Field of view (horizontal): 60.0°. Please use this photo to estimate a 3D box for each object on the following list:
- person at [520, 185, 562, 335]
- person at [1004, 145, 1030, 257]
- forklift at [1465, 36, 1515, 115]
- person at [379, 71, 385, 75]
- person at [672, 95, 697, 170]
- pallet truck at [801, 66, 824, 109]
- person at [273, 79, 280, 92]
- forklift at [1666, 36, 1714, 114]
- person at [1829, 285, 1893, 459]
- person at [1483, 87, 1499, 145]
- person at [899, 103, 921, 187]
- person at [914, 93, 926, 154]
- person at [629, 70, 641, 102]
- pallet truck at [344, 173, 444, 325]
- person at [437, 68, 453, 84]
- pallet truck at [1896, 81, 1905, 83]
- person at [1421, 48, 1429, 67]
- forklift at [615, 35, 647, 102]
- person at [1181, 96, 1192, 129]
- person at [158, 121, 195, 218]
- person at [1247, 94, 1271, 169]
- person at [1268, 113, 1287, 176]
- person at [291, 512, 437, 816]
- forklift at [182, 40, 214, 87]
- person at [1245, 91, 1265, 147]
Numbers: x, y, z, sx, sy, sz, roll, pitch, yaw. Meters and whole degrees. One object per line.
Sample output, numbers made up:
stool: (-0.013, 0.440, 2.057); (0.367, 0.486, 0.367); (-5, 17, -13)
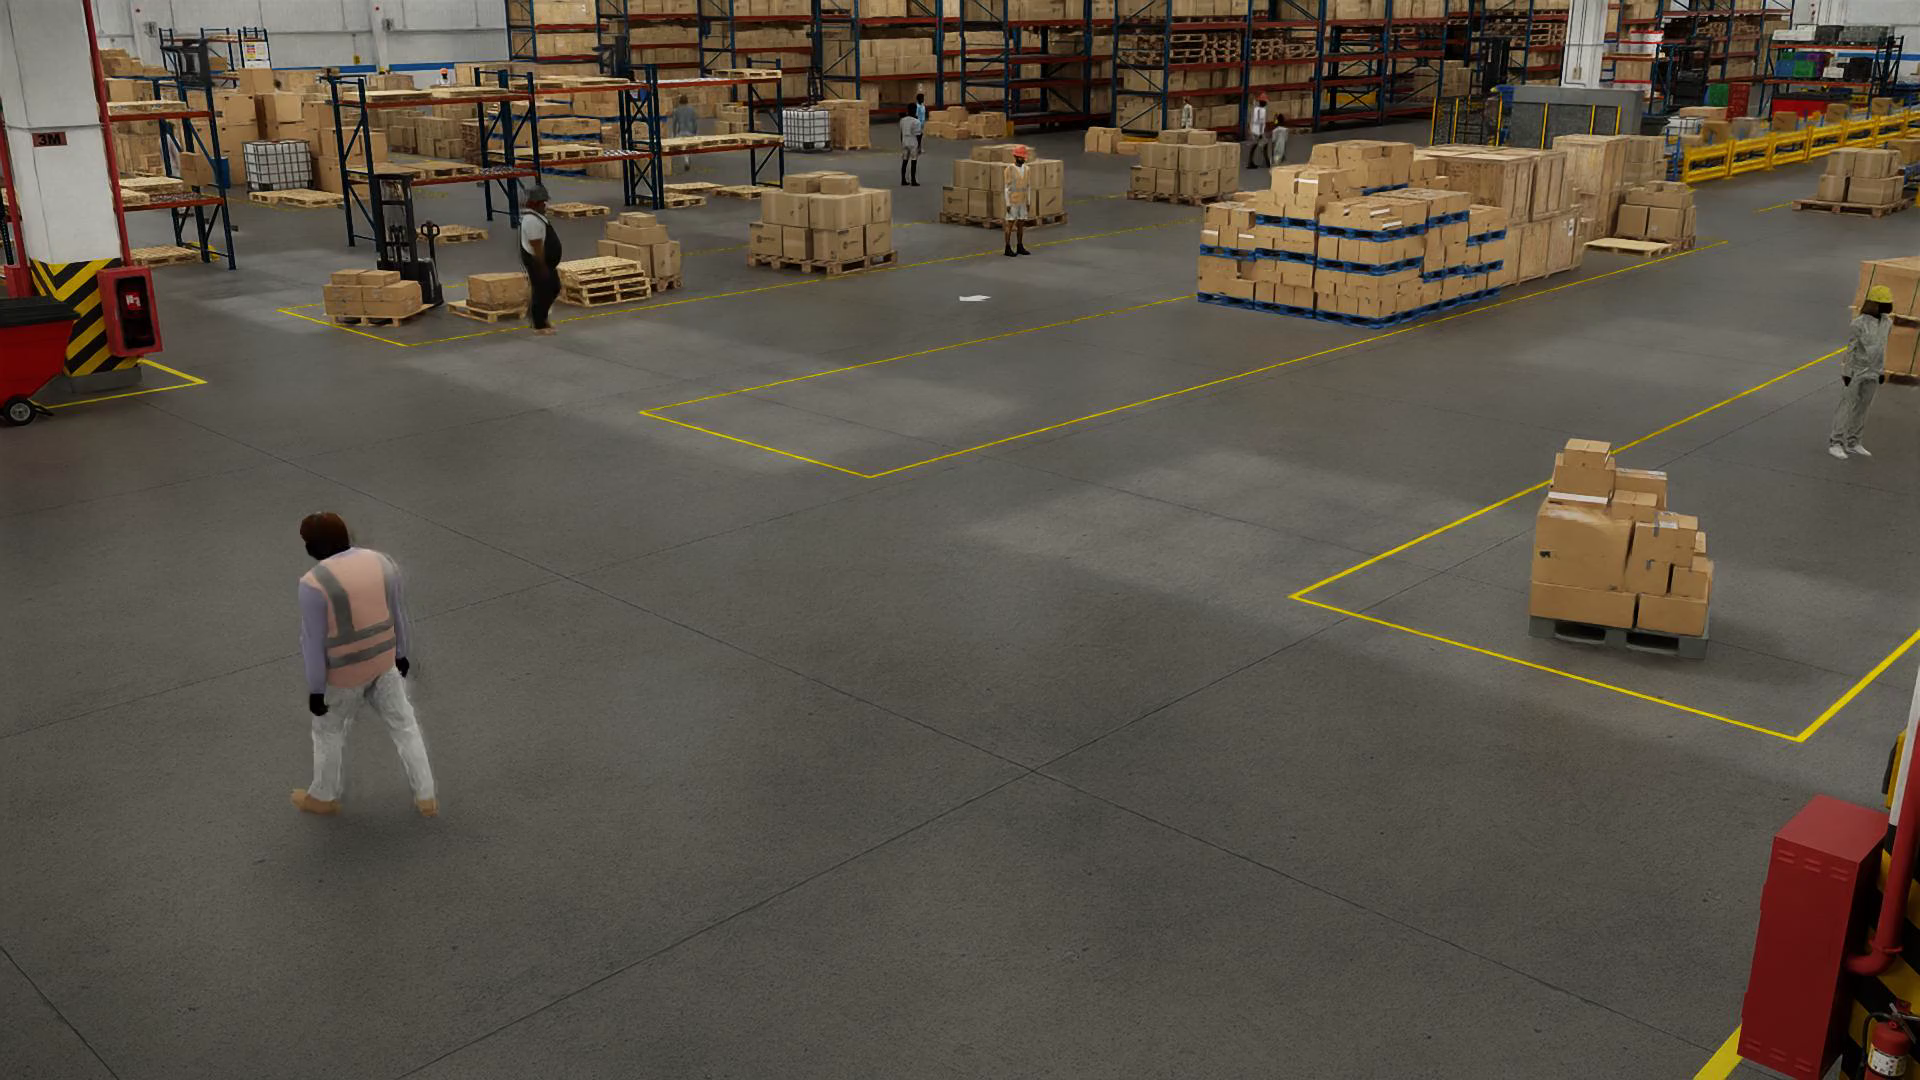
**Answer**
person: (-5.649, -3.783, 22.490); (0.535, 2.000, 0.693); (-2, 18, -6)
person: (1.031, -5.948, 29.198); (0.542, 1.928, 0.400); (-14, 23, -36)
forklift: (19.973, -17.201, 61.605); (1.873, 2.768, 1.129); (16, 24, 40)
person: (-19.616, -15.035, 56.704); (0.429, 1.843, 0.628); (7, 20, 20)
person: (-7.124, -10.575, 43.180); (0.634, 1.909, 0.970); (-6, 19, -16)
pallet truck: (-4.812, -15.182, 56.903); (0.823, 1.965, 1.885); (-9, 21, -26)
person: (-20.949, -13.159, 50.992); (0.673, 1.927, 0.706); (17, 25, 41)
forklift: (27.341, -17.291, 61.877); (1.129, 2.768, 1.873); (17, 25, 41)
person: (9.051, -1.679, 16.616); (0.488, 1.743, 0.319); (-6, 19, -17)
person: (15.869, -12.605, 49.597); (0.539, 1.714, 0.768); (3, 19, 10)
person: (-1.165, -9.371, 39.468); (0.606, 1.958, 0.379); (13, 23, 35)
person: (-1.155, -11.848, 47.343); (0.322, 1.691, 0.533); (8, 20, 22)
person: (-11.054, -14.859, 56.073); (0.596, 1.912, 0.385); (-11, 21, -29)
pallet truck: (-8.209, -4.181, 23.757); (0.823, 1.965, 1.885); (3, 19, 9)
person: (-17.603, -15.187, 57.012); (0.552, 1.935, 0.360); (-8, 20, -23)
pallet truck: (34.802, -16.331, 61.455); (0.653, 1.274, 1.630); (17, 25, 41)
person: (22.047, -22.524, 79.330); (0.919, 1.799, 0.640); (-17, 25, -41)
forklift: (-12.749, -17.643, 62.938); (1.873, 2.768, 1.129); (-2, 18, -5)
person: (6.413, -11.735, 47.078); (0.309, 1.638, 0.522); (7, 20, 20)
person: (-16.154, -7.612, 34.188); (0.627, 1.940, 0.371); (12, 22, 33)
person: (7.940, -10.665, 43.436); (0.902, 1.900, 0.574); (-5, 19, -14)
person: (7.233, -8.718, 37.656); (0.516, 1.855, 0.602); (-16, 24, -39)
person: (-3.424, 0.712, 9.338); (0.897, 1.785, 0.712); (9, 20, 26)
forklift: (-26.453, -15.979, 57.923); (1.129, 2.768, 1.873); (9, 21, 26)
person: (8.785, -12.515, 49.446); (0.540, 1.614, 0.674); (16, 24, 40)
